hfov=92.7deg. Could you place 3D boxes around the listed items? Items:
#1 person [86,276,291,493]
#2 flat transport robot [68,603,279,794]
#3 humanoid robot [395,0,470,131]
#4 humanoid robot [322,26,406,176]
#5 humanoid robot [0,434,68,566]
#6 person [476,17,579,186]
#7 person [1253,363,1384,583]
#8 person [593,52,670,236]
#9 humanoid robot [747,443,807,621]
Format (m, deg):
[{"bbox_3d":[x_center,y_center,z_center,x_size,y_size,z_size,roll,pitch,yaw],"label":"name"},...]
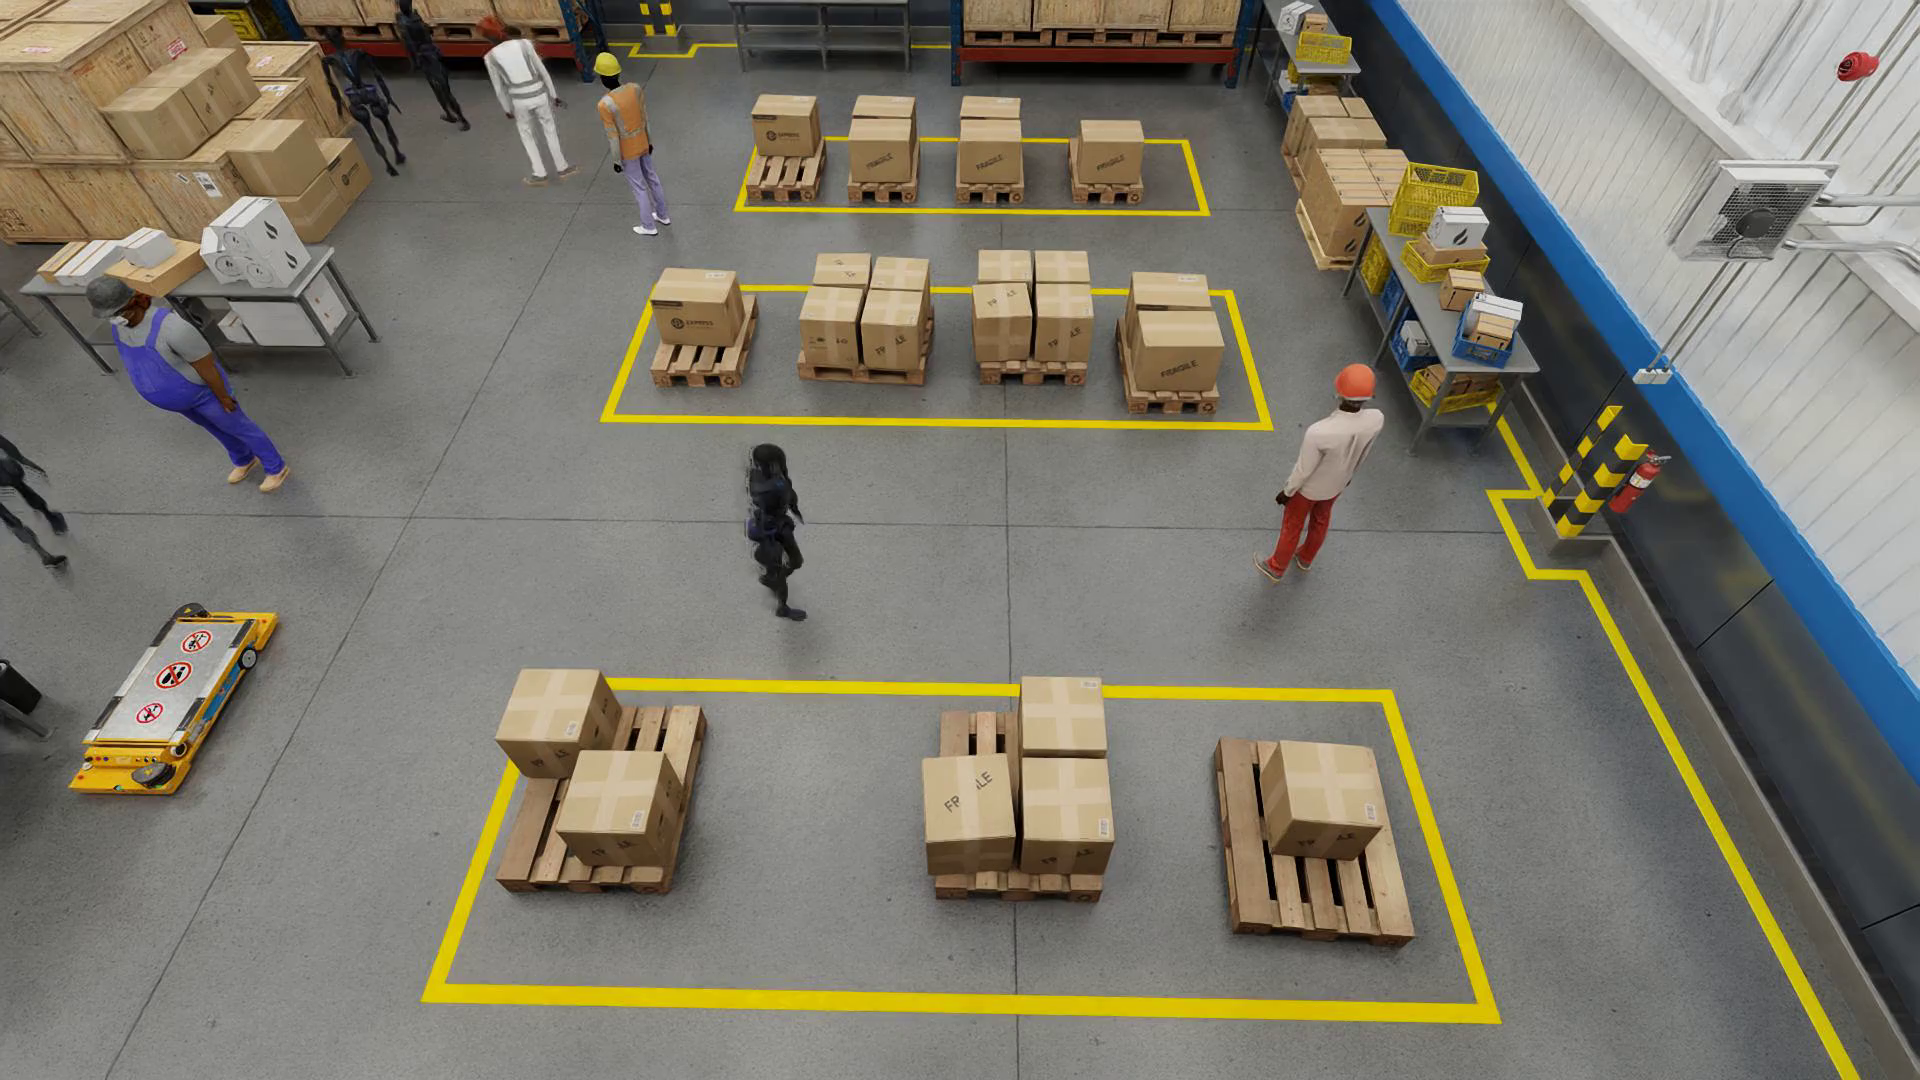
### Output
[{"bbox_3d":[-6.091,-1.194,7.217,0.678,2.000,0.535,13,51,10],"label":"person"},{"bbox_3d":[-5.504,1.072,6.442,0.652,0.197,1.431,1,50,1],"label":"flat transport robot"},{"bbox_3d":[-6.730,-6.010,11.544,0.660,1.641,0.351,25,54,19],"label":"humanoid robot"},{"bbox_3d":[-7.060,-5.189,10.846,0.648,1.642,0.492,-26,54,-20],"label":"humanoid robot"},{"bbox_3d":[-7.367,-0.490,6.885,0.718,1.636,0.603,37,59,27],"label":"humanoid robot"},{"bbox_3d":[-4.999,-5.057,10.617,0.675,1.848,0.340,-20,53,-16],"label":"person"},{"bbox_3d":[2.583,-0.438,6.609,0.622,1.990,0.385,-17,52,-14],"label":"person"},{"bbox_3d":[-3.532,-4.221,9.850,0.361,1.930,0.586,22,53,17],"label":"person"},{"bbox_3d":[-1.333,-0.050,6.488,0.478,1.633,0.672,12,51,10],"label":"humanoid robot"}]
